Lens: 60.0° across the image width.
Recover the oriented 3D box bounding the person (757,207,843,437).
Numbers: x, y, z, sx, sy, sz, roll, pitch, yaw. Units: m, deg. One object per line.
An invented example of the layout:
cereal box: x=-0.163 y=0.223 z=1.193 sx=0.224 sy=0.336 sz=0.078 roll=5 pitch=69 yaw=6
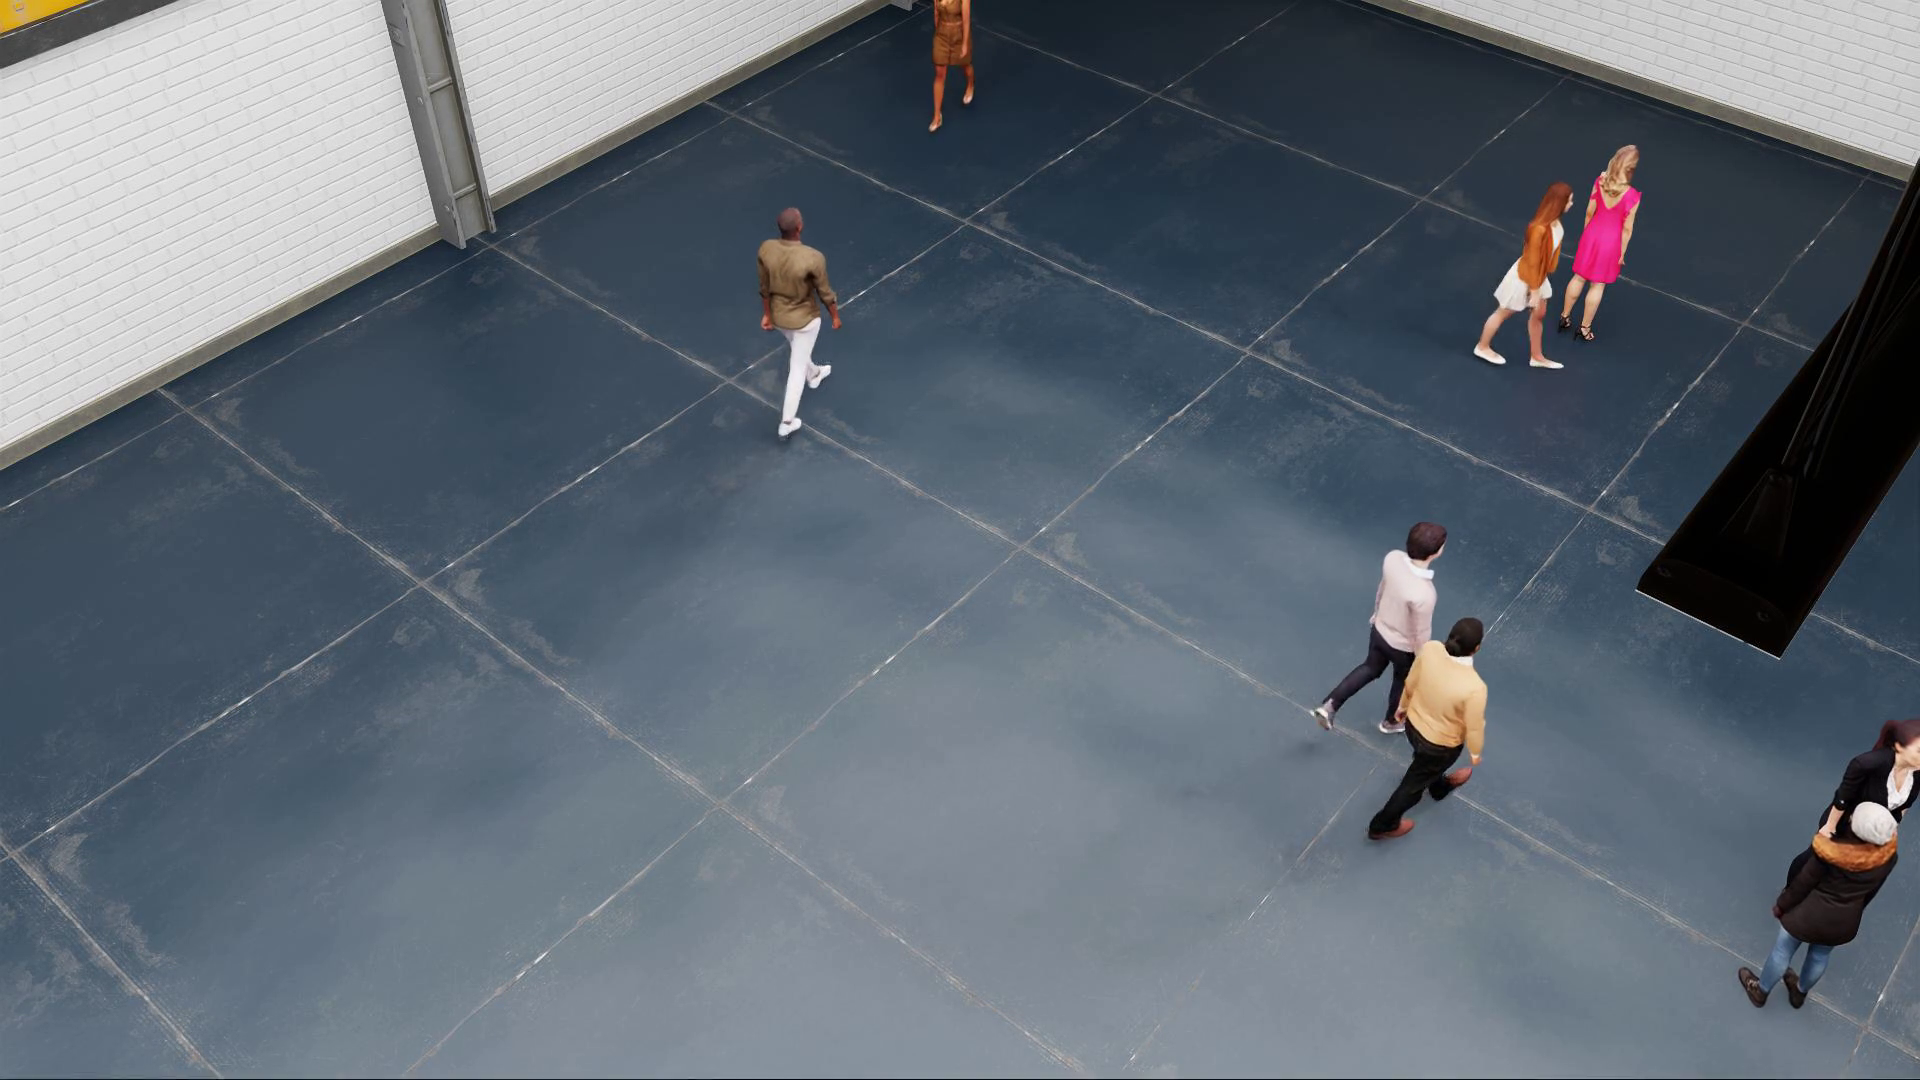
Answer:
person: x=-1.250 y=-1.592 z=12.381 sx=0.959 sy=1.780 sz=1.266 roll=18 pitch=46 yaw=18

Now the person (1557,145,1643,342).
person: x=5.093 y=-2.353 z=13.218 sx=0.602 sy=1.728 sz=0.613 roll=-28 pitch=50 yaw=-26

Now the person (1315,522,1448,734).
person: x=2.603 y=0.595 z=10.076 sx=1.116 sy=1.793 sz=0.949 roll=-14 pitch=45 yaw=-14

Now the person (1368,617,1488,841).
person: x=2.670 y=1.143 z=9.557 sx=1.165 sy=1.715 sz=0.957 roll=-19 pitch=47 yaw=-19

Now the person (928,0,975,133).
person: x=-0.018 y=-4.778 z=15.821 sx=0.781 sy=1.648 sz=1.119 roll=17 pitch=46 yaw=17

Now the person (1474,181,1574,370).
person: x=4.328 y=-2.064 z=12.941 sx=0.764 sy=1.692 sz=0.897 roll=24 pitch=48 yaw=23

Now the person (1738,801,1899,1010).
person: x=4.560 y=1.947 z=8.773 sx=0.729 sy=1.633 sz=0.773 roll=1 pitch=44 yaw=1

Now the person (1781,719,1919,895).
person: x=4.951 y=1.552 z=9.168 sx=0.685 sy=1.660 sz=0.746 roll=-4 pitch=44 yaw=-4
